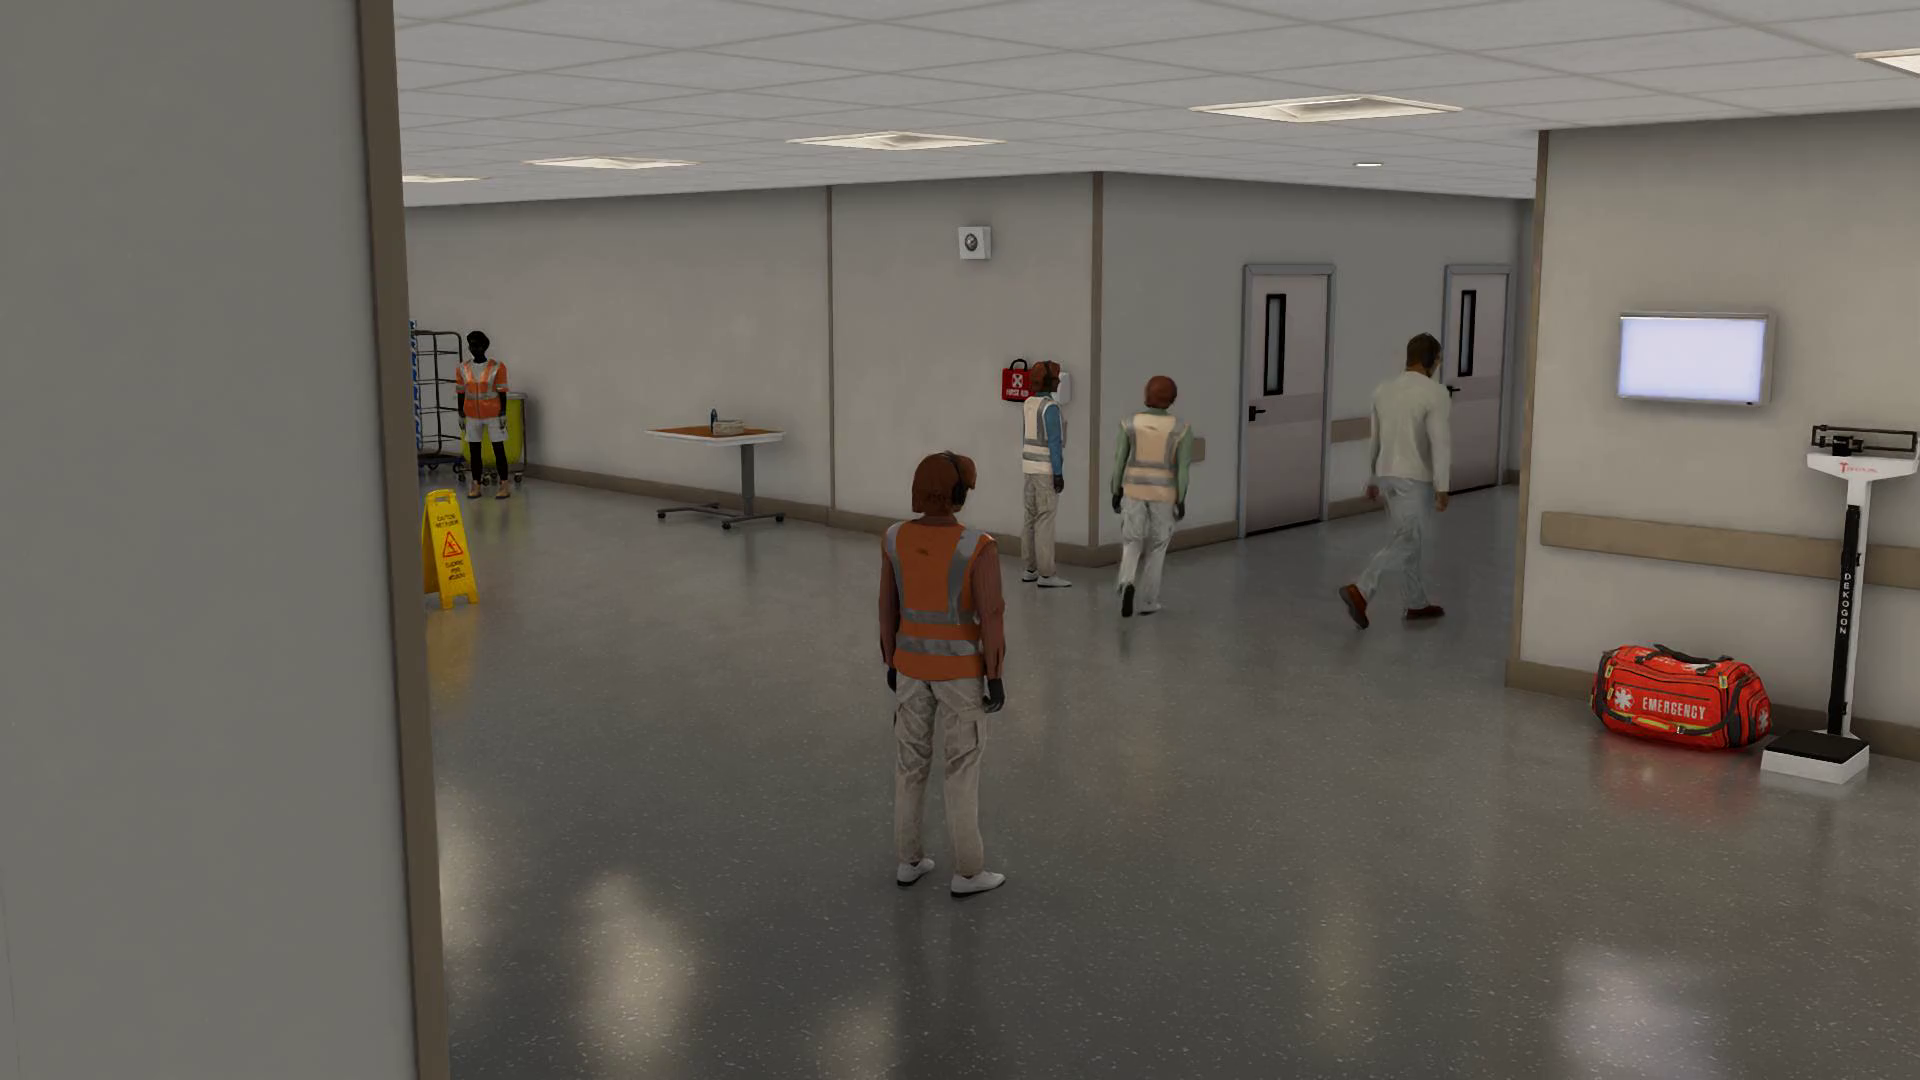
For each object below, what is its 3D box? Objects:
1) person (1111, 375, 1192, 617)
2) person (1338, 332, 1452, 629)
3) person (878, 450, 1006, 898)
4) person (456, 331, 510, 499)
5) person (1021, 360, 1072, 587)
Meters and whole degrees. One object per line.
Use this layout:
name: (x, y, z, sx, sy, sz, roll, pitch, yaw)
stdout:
person: (1.226, -0.270, 10.871, 0.523, 1.615, 0.610, 4, 10, 21)
person: (2.799, -0.375, 10.671, 0.879, 1.905, 0.649, -5, 10, -27)
person: (-0.066, 0.493, 6.117, 0.523, 1.639, 0.306, 6, 11, 32)
person: (-4.767, -1.244, 16.627, 0.536, 1.689, 0.324, 1, 9, 4)
person: (0.606, -0.480, 12.075, 0.310, 1.642, 0.514, -4, 10, -22)
